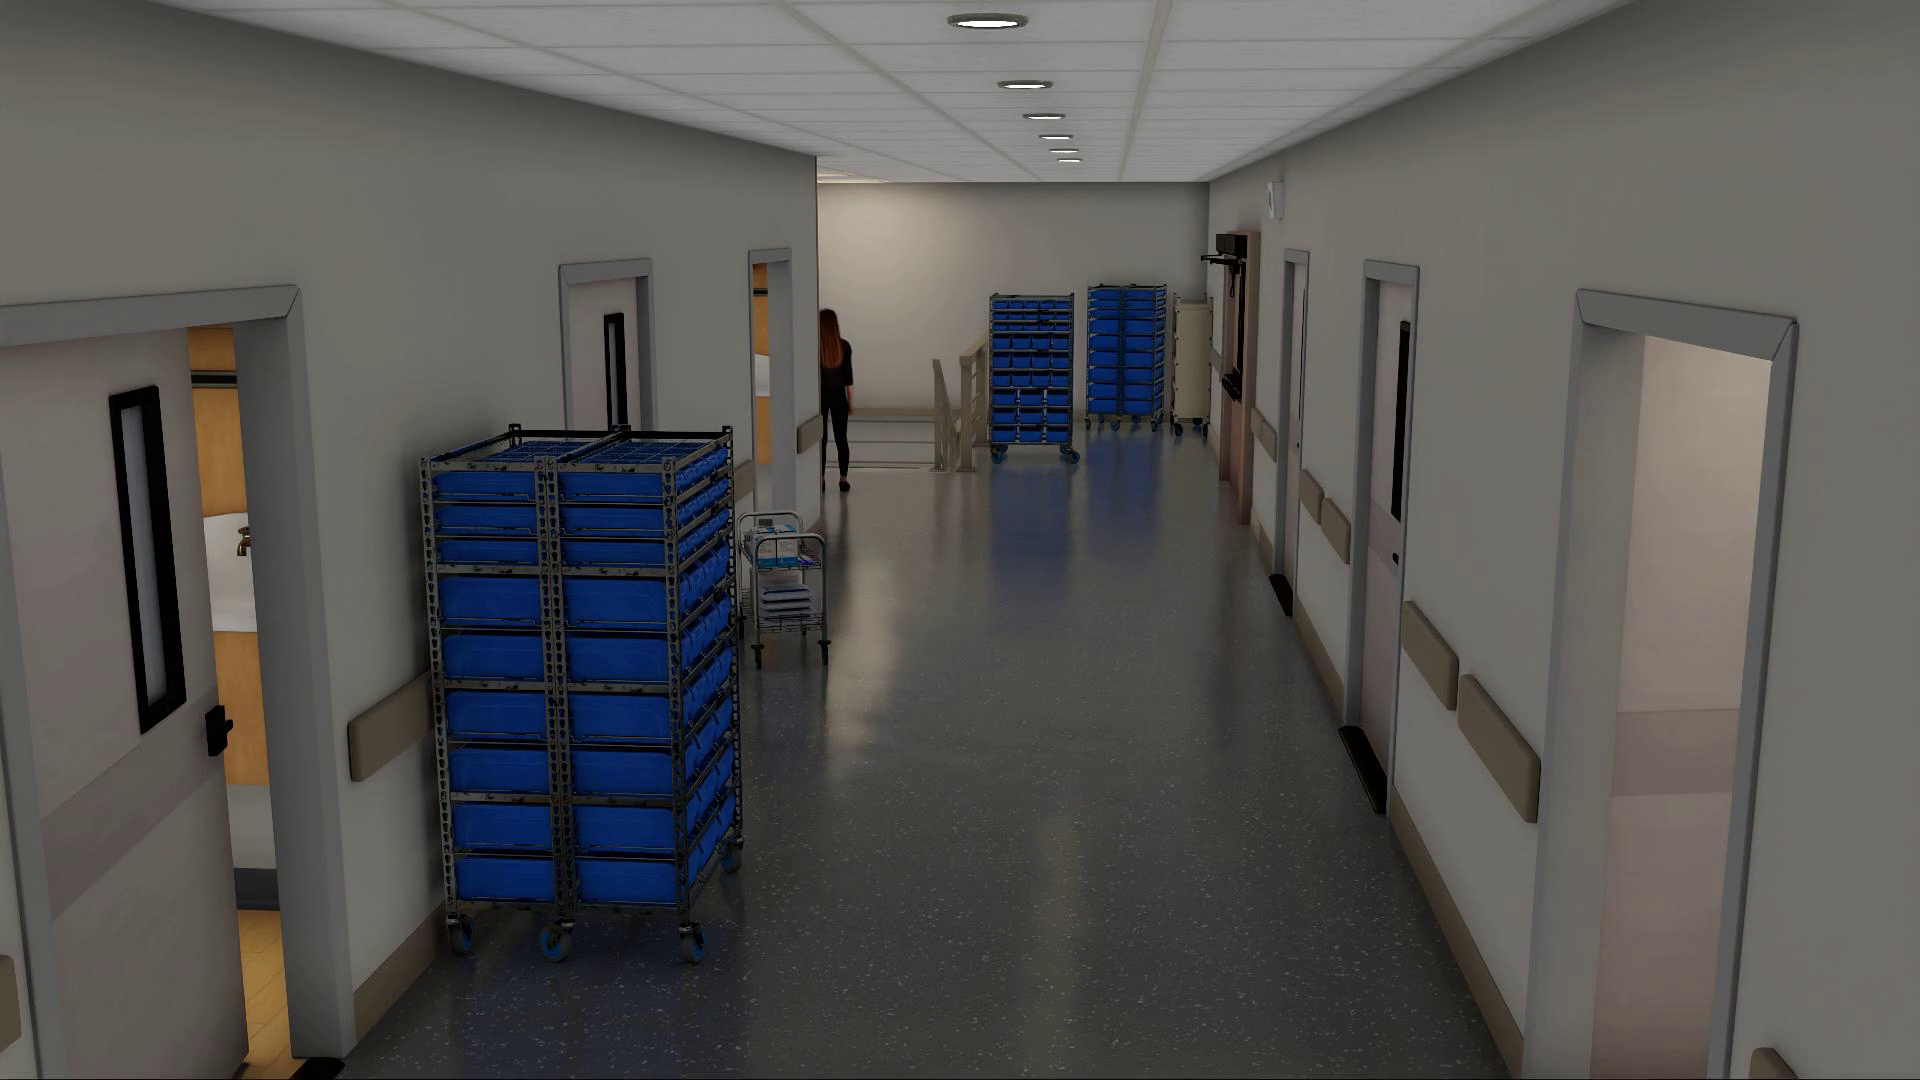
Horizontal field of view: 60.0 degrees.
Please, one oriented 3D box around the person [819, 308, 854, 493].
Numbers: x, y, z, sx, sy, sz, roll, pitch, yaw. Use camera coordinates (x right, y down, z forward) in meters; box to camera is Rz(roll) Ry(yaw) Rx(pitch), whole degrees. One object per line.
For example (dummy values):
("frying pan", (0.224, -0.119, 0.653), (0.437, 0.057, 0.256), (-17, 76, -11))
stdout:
("person", (-1.222, -1.311, 15.558), (0.652, 1.713, 0.612), (-2, 11, -11))
